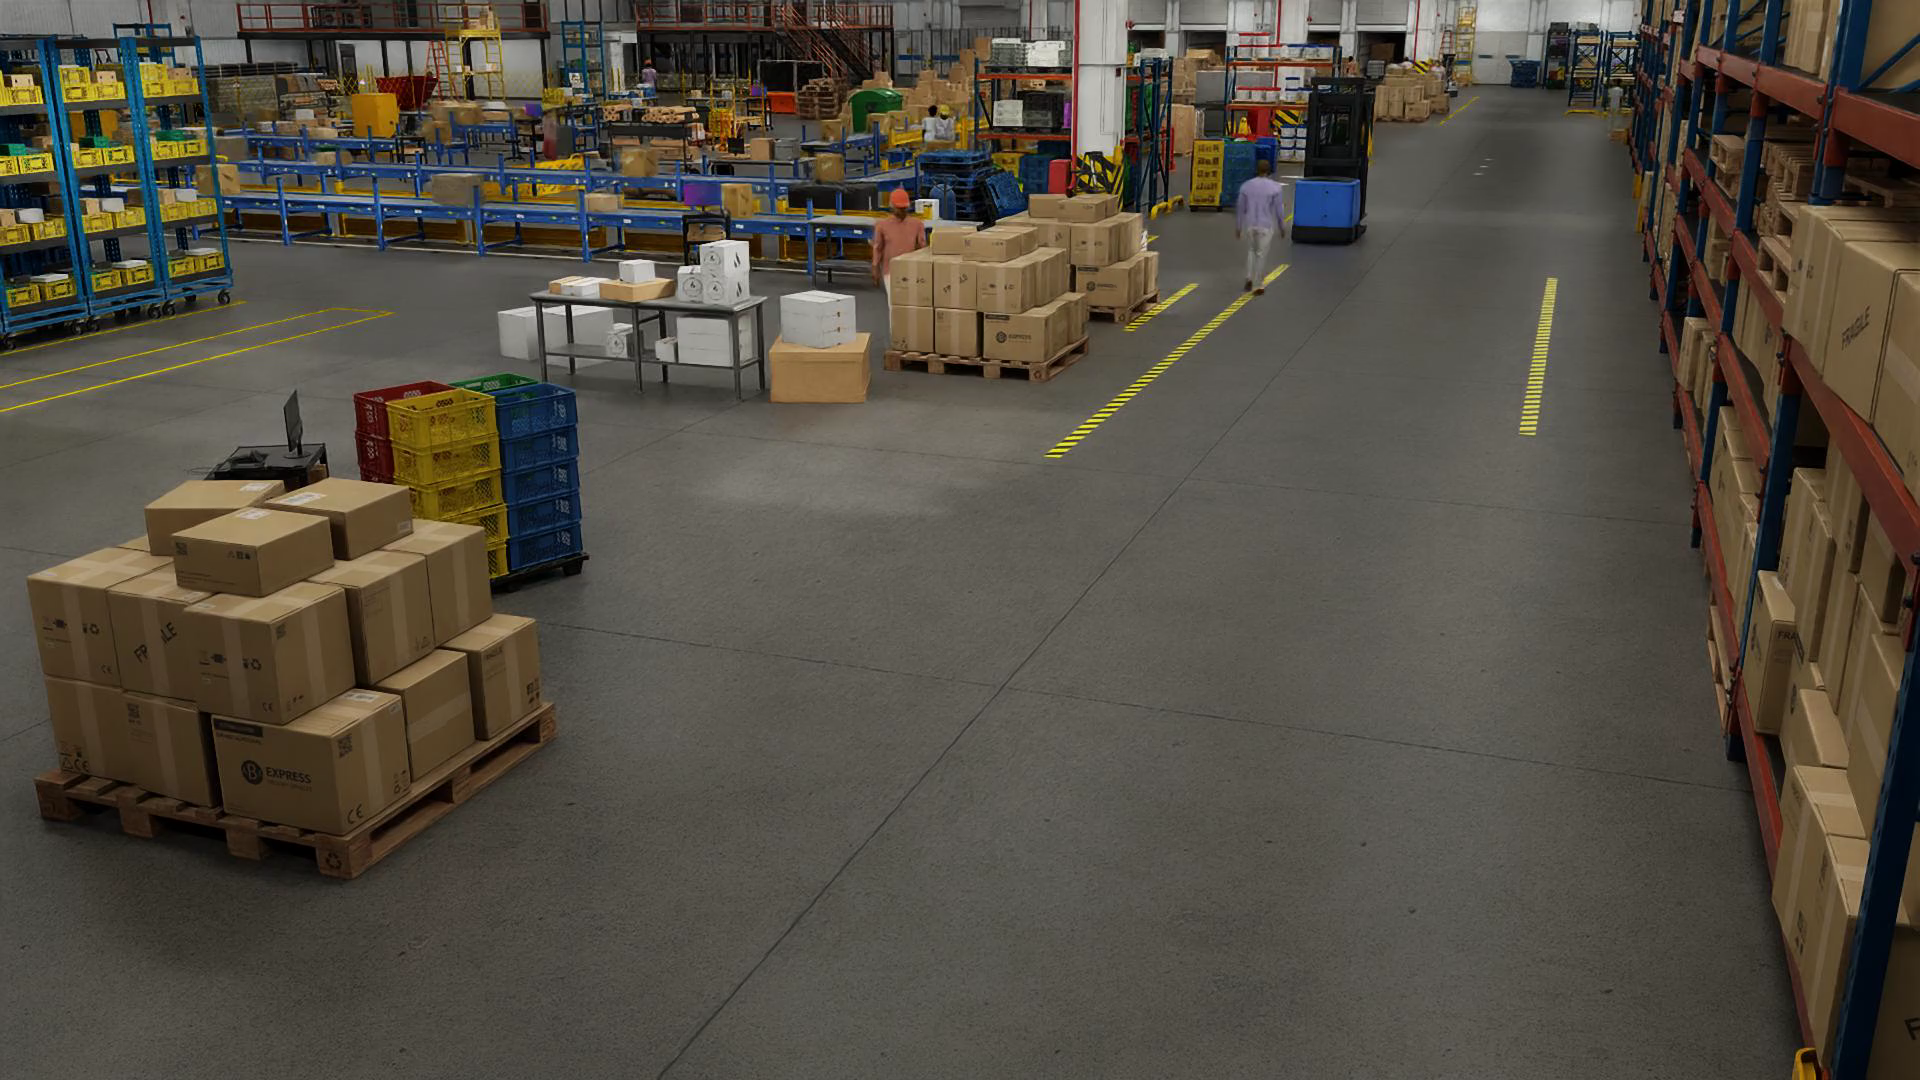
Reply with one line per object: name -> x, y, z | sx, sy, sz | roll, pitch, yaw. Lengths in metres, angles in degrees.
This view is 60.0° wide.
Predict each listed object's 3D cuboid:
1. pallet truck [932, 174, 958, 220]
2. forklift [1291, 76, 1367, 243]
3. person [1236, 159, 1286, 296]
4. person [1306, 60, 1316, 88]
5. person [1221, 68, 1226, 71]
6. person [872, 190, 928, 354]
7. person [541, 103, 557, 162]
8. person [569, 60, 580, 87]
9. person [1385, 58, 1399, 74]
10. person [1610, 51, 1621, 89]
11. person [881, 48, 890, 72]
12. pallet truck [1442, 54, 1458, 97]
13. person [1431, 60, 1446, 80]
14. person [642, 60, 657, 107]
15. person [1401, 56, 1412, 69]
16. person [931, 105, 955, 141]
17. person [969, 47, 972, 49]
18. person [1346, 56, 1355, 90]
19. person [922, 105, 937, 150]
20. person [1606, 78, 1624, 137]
pallet truck -> -0.507, -5.292, 27.348 | 0.653, 1.274, 1.630 | 6, 19, 19
forklift -> 6.598, -6.755, 29.381 | 1.129, 2.768, 1.873 | 6, 19, 19
person -> 4.295, -4.458, 23.725 | 0.645, 1.916, 0.592 | 13, 22, 35
person -> 16.633, -21.980, 79.117 | 0.493, 1.722, 0.740 | -10, 20, -29
person -> 9.310, -15.506, 58.239 | 0.698, 2.000, 0.808 | -13, 22, -35
person -> -0.674, -3.124, 19.498 | 0.620, 1.934, 1.012 | -7, 19, -20
person -> -10.150, -9.894, 41.072 | 0.551, 1.752, 0.365 | 15, 23, 39
person -> -16.807, -19.993, 72.596 | 0.355, 1.883, 0.574 | 11, 21, 32
person -> 19.419, -20.718, 74.854 | 0.631, 1.905, 0.954 | 0, 18, -1
person -> 33.525, -24.007, 85.119 | 0.545, 1.938, 0.361 | 3, 18, 8
person -> -4.441, -28.034, 97.969 | 0.632, 1.819, 0.719 | -8, 19, -23
pallet truck -> 22.765, -21.886, 78.355 | 0.823, 1.965, 1.885 | -4, 18, -14
person -> 20.767, -19.934, 72.384 | 0.648, 1.904, 0.686 | -2, 18, -6
person -> -12.512, -18.293, 67.008 | 0.606, 2.034, 0.397 | -11, 21, -31
person -> 21.300, -22.190, 79.590 | 0.626, 1.837, 0.430 | -6, 19, -18
person -> -0.385, -9.282, 39.039 | 0.588, 1.823, 0.403 | -8, 19, -23
person -> 0.559, -27.531, 96.190 | 0.379, 1.938, 0.547 | 14, 22, 36
person -> 20.026, -23.978, 85.415 | 0.531, 1.698, 0.320 | -14, 22, -37
person -> -0.674, -9.952, 41.367 | 0.547, 1.679, 0.381 | 6, 19, 18
person -> 21.255, -13.990, 53.800 | 0.734, 1.836, 0.549 | -10, 20, -29
